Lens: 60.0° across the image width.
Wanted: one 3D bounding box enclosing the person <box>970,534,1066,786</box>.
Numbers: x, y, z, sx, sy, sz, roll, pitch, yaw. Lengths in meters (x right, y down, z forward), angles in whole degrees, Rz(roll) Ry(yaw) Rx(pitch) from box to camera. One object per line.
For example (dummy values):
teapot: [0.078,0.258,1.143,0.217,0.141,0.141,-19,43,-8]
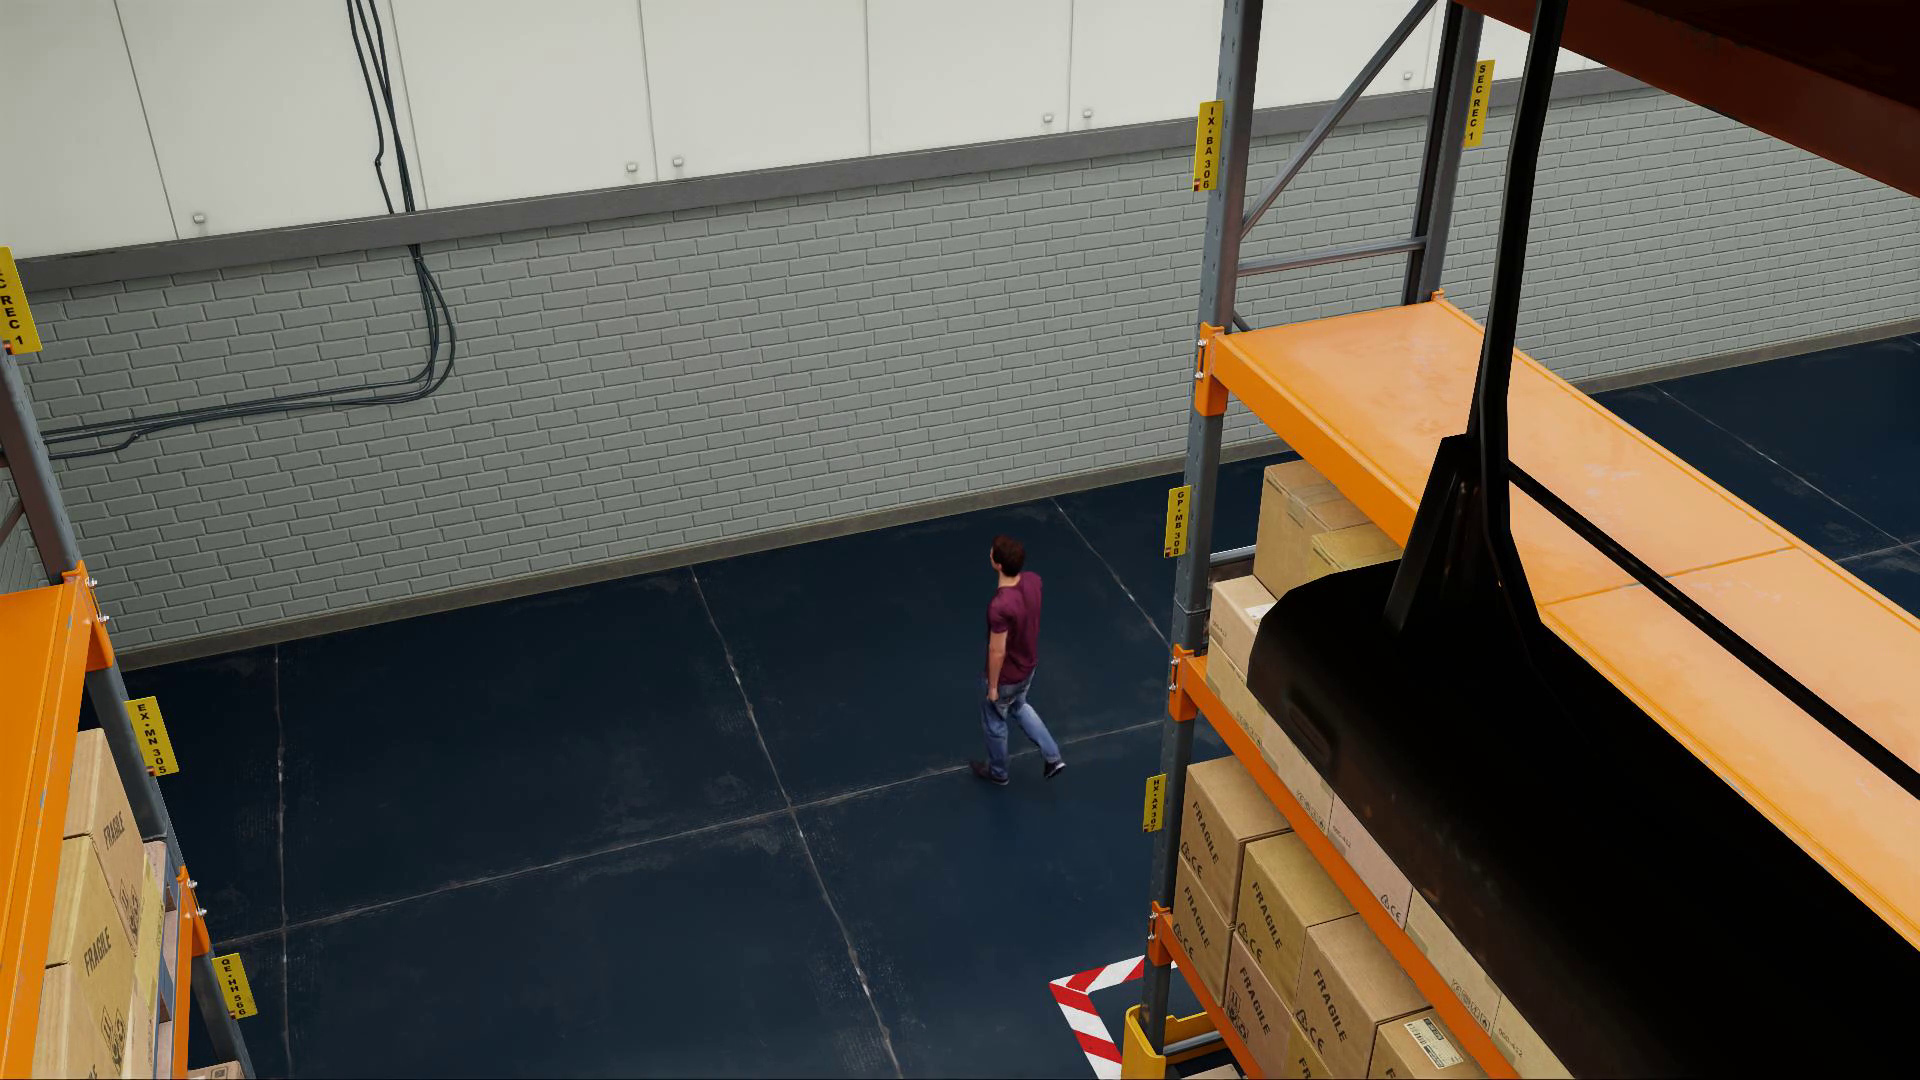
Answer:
person: [0.373,0.785,10.100,1.026,1.841,0.930,21,38,30]
